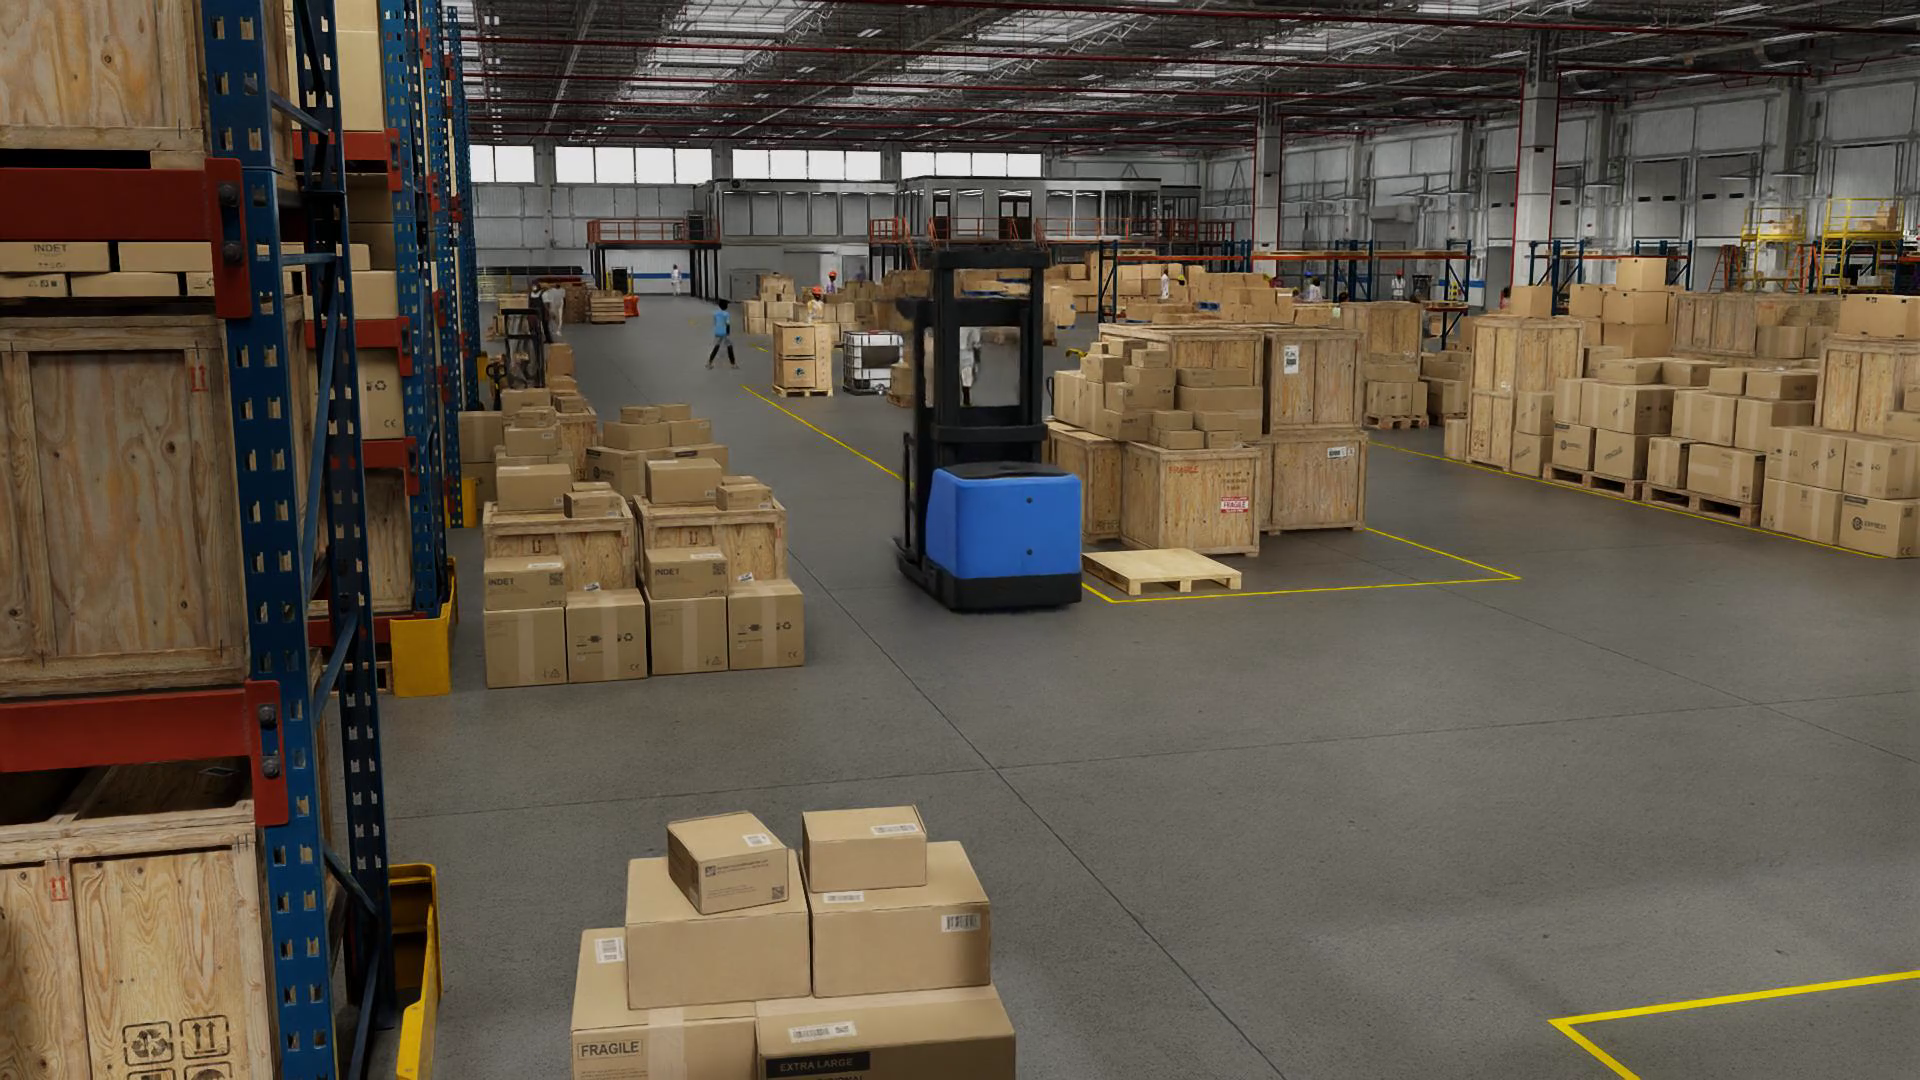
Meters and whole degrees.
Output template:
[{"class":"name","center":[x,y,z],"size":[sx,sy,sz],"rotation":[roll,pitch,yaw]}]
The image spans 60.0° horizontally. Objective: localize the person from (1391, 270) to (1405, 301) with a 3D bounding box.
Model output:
[{"class":"person","center":[17.377,-9.729,65.932],"size":[0.543,1.939,0.360],"rotation":[-1,10,-5]}]

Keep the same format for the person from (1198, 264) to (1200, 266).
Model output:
[{"class":"person","center":[12.309,-13.276,85.896],"size":[0.613,1.975,0.522],"rotation":[6,12,32]}]

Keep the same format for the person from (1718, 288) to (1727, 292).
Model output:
[{"class":"person","center":[17.530,-4.821,38.257],"size":[0.641,1.912,0.885],"rotation":[-1,10,-8]}]

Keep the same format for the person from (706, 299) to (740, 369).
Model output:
[{"class":"person","center":[-5.584,-4.813,38.908],"size":[0.540,1.655,0.886],"rotation":[8,13,38]}]

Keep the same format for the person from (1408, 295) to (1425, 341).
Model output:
[{"class":"person","center":[10.129,-4.574,37.156],"size":[0.533,1.805,0.957],"rotation":[0,10,2]}]

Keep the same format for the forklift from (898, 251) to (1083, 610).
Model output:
[{"class":"forklift","center":[0.241,-0.960,13.607],"size":[1.129,2.768,1.873],"rotation":[-3,10,-15]}]

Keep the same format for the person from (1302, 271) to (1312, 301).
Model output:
[{"class":"person","center":[13.234,-9.265,63.281],"size":[0.615,1.943,0.395],"rotation":[-8,13,-37]}]

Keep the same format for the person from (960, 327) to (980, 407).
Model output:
[{"class":"person","center":[-0.003,-2.801,26.675],"size":[0.637,1.938,0.792],"rotation":[2,10,11]}]

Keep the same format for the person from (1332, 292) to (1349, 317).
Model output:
[{"class":"person","center":[7.938,-4.201,34.689],"size":[0.375,1.915,0.598],"rotation":[-4,11,-22]}]

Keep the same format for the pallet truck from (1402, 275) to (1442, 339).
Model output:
[{"class":"pallet truck","center":[14.620,-7.324,52.145],"size":[0.823,1.965,1.885],"rotation":[8,13,40]}]

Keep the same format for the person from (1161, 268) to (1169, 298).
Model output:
[{"class":"person","center":[8.705,-10.529,70.454],"size":[0.362,1.939,0.635],"rotation":[-2,10,-9]}]

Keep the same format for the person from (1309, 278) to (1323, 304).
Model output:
[{"class":"person","center":[12.095,-7.925,56.077],"size":[0.887,1.803,0.650],"rotation":[7,12,34]}]

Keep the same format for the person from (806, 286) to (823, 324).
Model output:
[{"class":"person","center":[-3.385,-5.047,39.420],"size":[0.356,1.936,0.551],"rotation":[6,12,30]}]

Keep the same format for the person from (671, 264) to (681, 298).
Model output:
[{"class":"person","center":[-15.916,-14.511,93.229],"size":[0.590,1.862,0.651],"rotation":[-3,10,-16]}]

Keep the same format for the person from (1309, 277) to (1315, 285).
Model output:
[{"class":"person","center":[12.961,-8.766,61.039],"size":[0.313,1.740,0.486],"rotation":[0,10,1]}]

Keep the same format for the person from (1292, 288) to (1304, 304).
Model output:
[{"class":"person","center":[9.584,-6.337,47.433],"size":[0.552,1.696,0.834],"rotation":[-3,11,-18]}]

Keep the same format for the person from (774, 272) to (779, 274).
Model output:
[{"class":"person","center":[-7.258,-9.619,65.547],"size":[0.326,1.860,0.516],"rotation":[-9,13,-42]}]

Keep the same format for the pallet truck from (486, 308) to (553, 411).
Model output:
[{"class":"pallet truck","center":[-6.242,-2.418,24.362],"size":[0.823,1.965,1.885],"rotation":[1,10,3]}]

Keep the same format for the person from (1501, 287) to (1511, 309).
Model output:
[{"class":"person","center":[16.246,-6.653,49.239],"size":[0.726,1.676,0.523],"rotation":[0,10,-1]}]

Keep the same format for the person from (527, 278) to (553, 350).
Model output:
[{"class":"person","center":[-11.681,-6.304,46.249],"size":[0.677,2.000,0.944],"rotation":[1,10,5]}]

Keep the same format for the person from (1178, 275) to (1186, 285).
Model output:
[{"class":"person","center":[7.242,-7.735,54.671],"size":[0.362,1.928,0.587],"rotation":[3,11,19]}]

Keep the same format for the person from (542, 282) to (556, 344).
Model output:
[{"class":"person","center":[-12.204,-6.701,49.132],"size":[0.613,1.811,0.426],"rotation":[3,10,16]}]

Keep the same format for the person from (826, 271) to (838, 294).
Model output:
[{"class":"person","center":[-4.419,-8.288,57.520],"size":[0.416,2.034,0.603],"rotation":[0,10,2]}]

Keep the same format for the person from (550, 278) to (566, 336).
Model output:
[{"class":"person","center":[-12.959,-7.512,53.621],"size":[0.536,1.853,0.653],"rotation":[-1,10,-6]}]
